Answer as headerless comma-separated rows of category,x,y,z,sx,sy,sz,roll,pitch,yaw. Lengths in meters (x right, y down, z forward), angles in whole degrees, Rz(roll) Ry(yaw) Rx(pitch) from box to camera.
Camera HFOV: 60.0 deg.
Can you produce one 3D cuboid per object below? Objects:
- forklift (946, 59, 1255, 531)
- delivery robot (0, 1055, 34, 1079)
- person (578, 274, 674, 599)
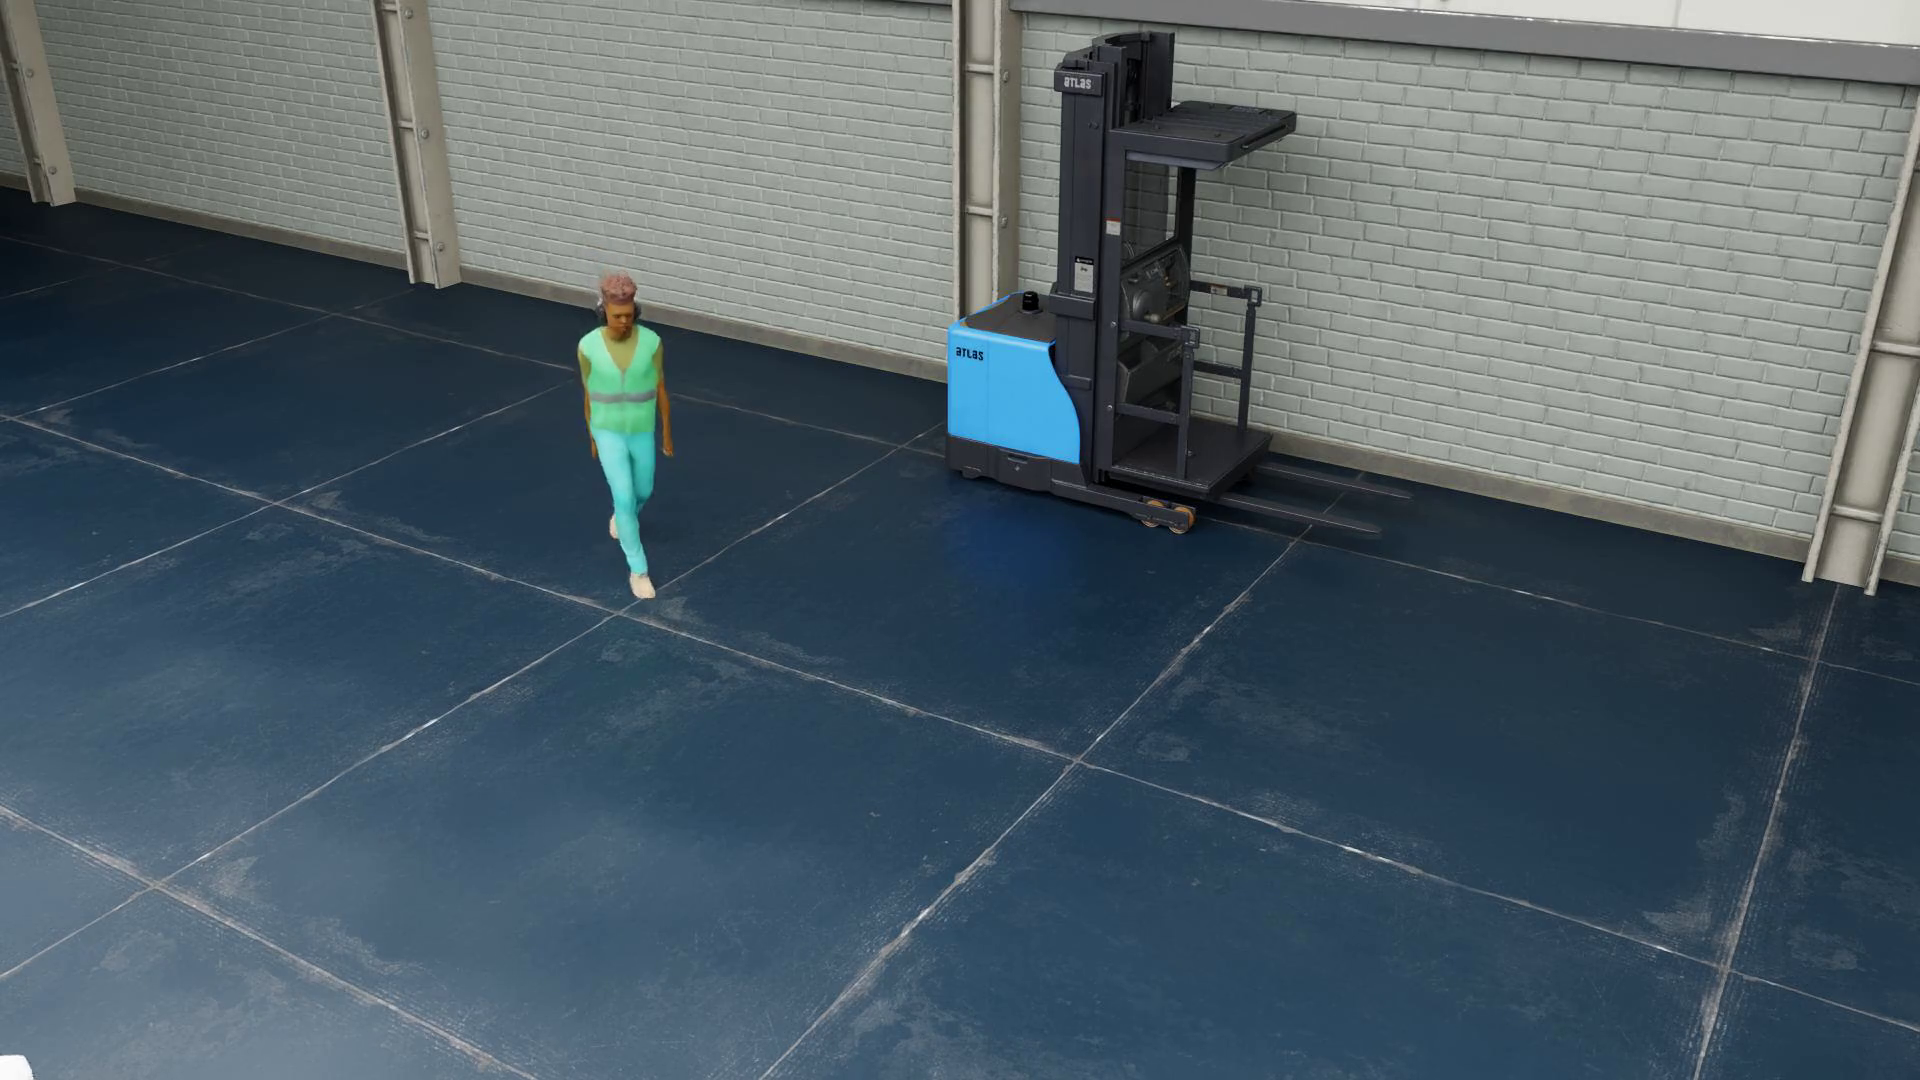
forklift,0.933,-1.707,10.833,1.873,2.768,1.129,15,29,28
delivery robot,-3.381,2.066,5.526,0.499,0.570,0.747,1,25,1
person,-1.973,-0.692,9.799,0.500,1.931,0.873,-9,27,-19
